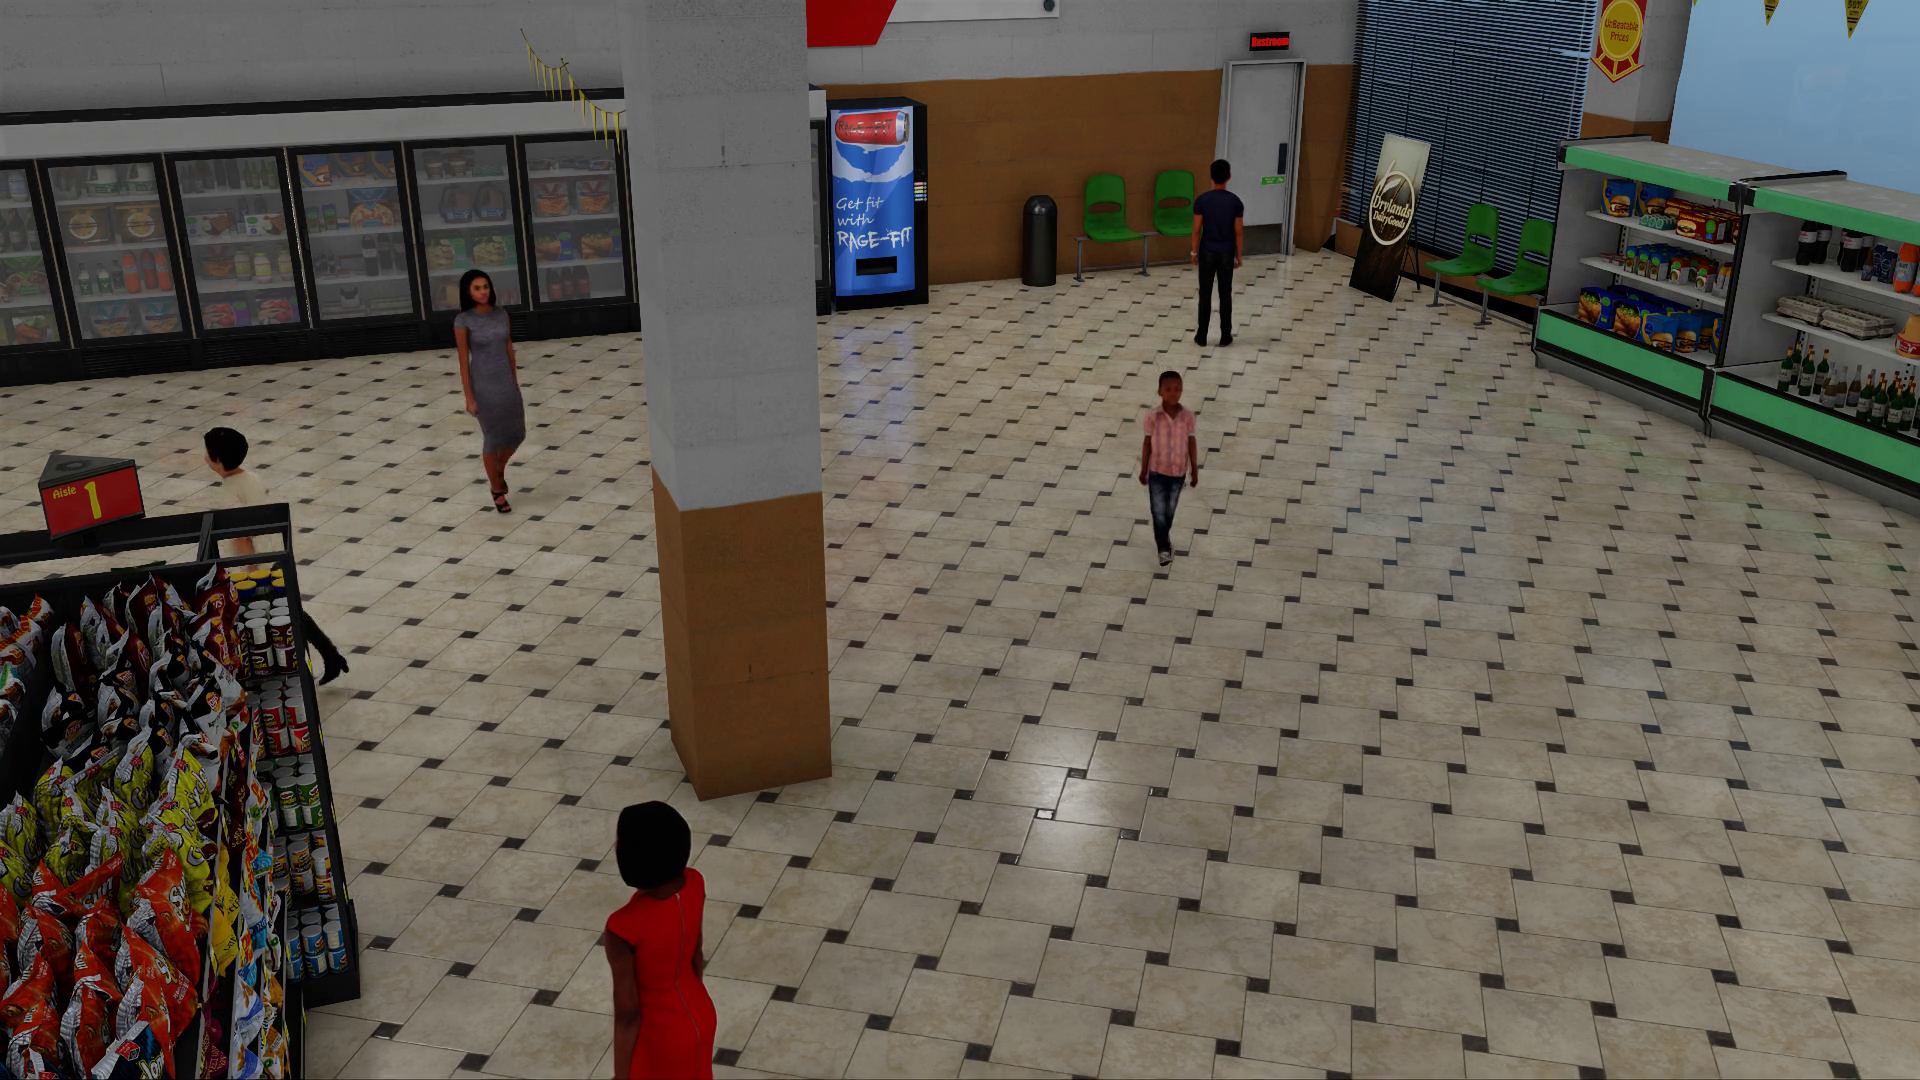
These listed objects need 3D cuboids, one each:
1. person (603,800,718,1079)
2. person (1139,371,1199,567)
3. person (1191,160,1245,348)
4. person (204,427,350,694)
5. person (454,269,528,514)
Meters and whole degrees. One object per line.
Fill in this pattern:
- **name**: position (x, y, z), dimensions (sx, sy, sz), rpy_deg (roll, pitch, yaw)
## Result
- **person**: position (-0.922, 1.602, 5.266), dimensions (0.695, 1.743, 0.655), rpy_deg (13, 25, 28)
- **person**: position (1.386, -0.496, 11.120), dimensions (0.678, 1.271, 0.928), rpy_deg (-2, 22, -5)
- **person**: position (2.477, -2.766, 16.078), dimensions (0.724, 1.788, 0.691), rpy_deg (2, 22, 6)
- **person**: position (-3.793, 0.159, 9.121), dimensions (0.912, 1.548, 1.029), rpy_deg (2, 22, 4)
- **person**: position (-3.381, -1.061, 11.860), dimensions (0.726, 1.768, 0.785), rpy_deg (-19, 29, -40)
